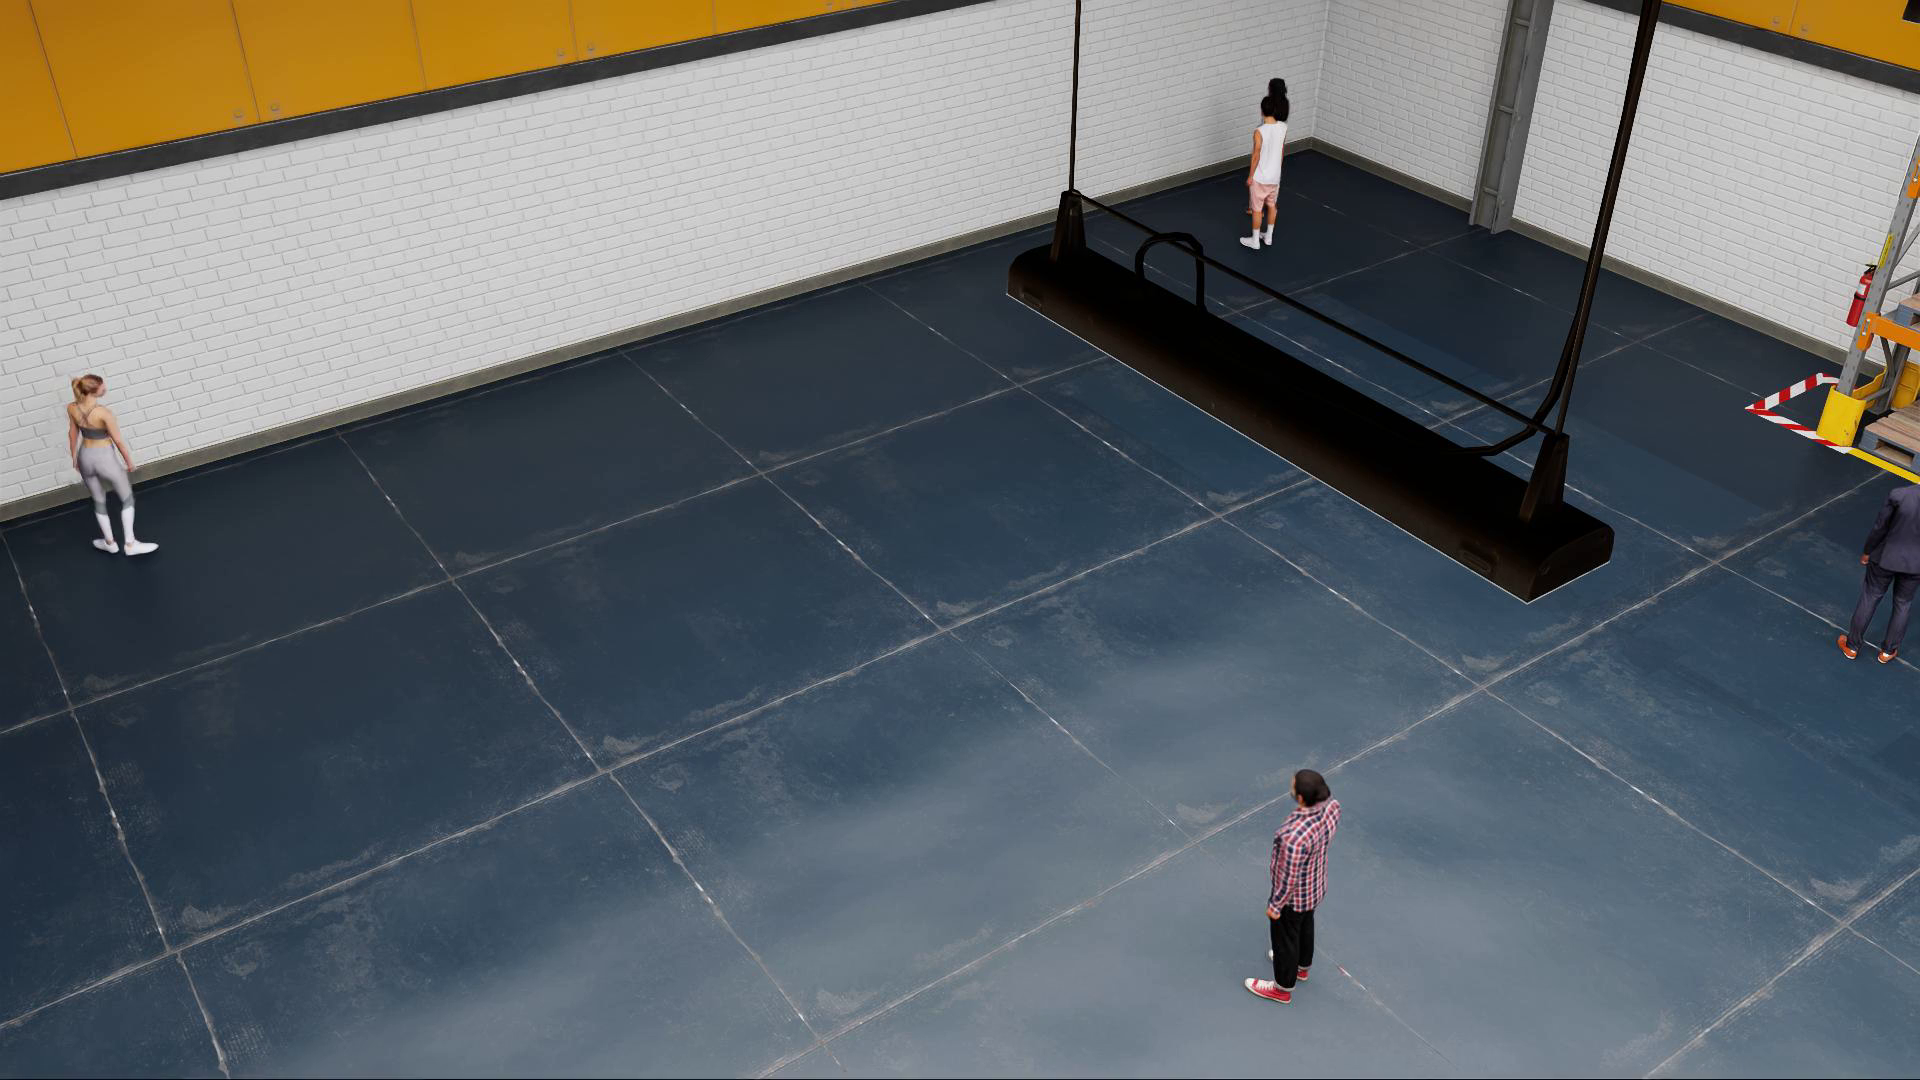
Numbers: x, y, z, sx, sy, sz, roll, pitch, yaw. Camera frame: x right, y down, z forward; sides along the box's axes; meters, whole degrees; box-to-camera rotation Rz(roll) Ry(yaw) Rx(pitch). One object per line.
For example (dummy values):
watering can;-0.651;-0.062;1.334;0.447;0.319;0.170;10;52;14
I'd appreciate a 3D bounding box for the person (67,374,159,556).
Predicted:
person;-7.295;-0.622;14.012;0.799;1.679;0.816;-5;34;-8

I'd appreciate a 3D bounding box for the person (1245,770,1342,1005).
person;2.018;2.047;9.923;0.699;1.760;0.756;23;40;31

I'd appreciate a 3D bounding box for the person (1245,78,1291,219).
person;3.775;-4.793;20.250;0.609;1.720;0.513;-17;37;-24

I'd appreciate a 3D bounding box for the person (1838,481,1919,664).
person;7.198;0.147;12.725;0.745;1.824;0.853;12;35;17

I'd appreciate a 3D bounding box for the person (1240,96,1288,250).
person;3.568;-4.280;19.420;0.641;1.785;0.582;-18;38;-25
